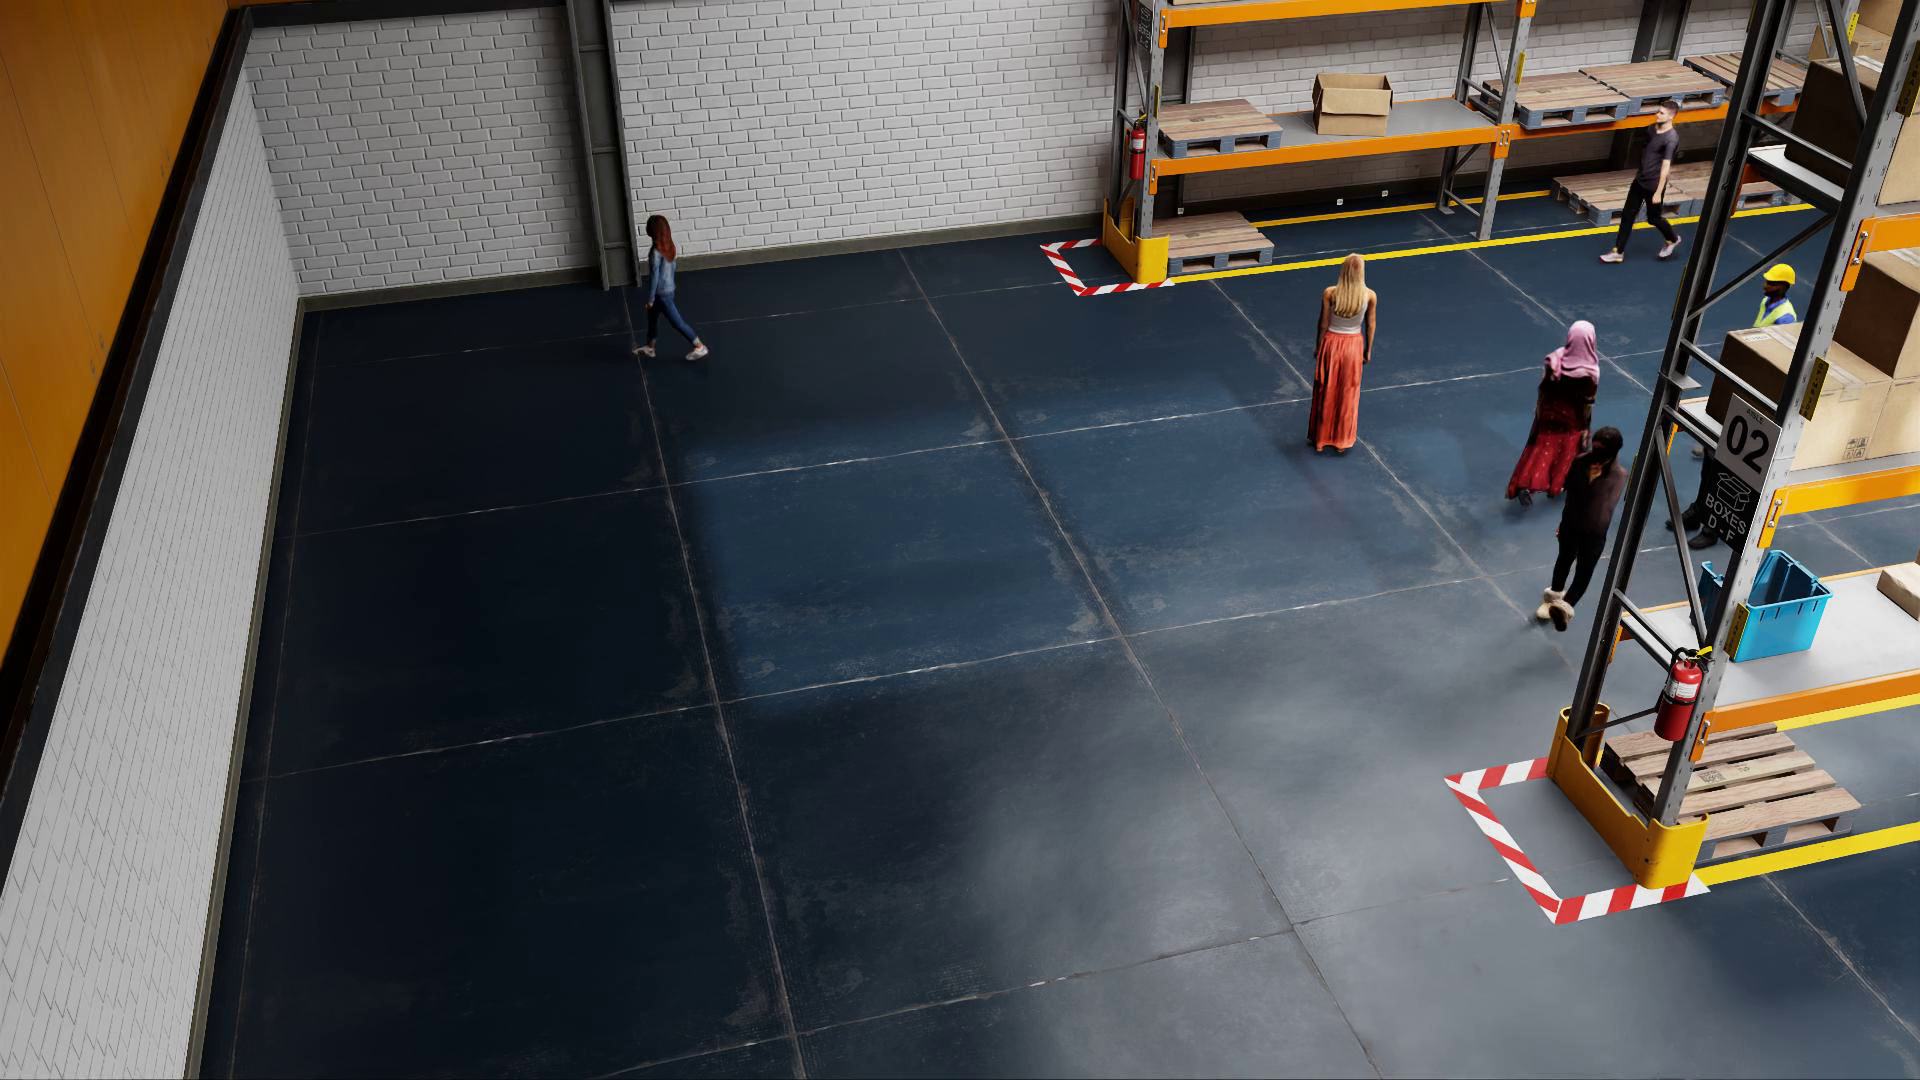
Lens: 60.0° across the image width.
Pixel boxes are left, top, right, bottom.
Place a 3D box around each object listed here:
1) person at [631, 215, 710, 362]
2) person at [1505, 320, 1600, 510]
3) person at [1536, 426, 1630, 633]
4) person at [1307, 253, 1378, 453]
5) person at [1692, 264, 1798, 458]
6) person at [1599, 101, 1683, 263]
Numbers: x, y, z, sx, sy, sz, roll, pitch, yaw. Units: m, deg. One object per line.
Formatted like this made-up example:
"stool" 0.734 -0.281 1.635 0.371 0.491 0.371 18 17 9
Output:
"person" -2.695 -2.317 15.537 1.049 1.454 0.764 1 34 1
"person" 4.802 -0.964 13.358 0.938 1.612 1.067 28 42 35
"person" 4.394 -0.018 11.903 0.853 1.648 0.995 -11 35 -16
"person" 3.235 -1.582 14.116 0.677 1.802 0.785 8 34 11
"person" 6.792 -1.442 13.922 1.194 1.784 0.869 -1 34 -2
"person" 7.292 -3.716 17.384 1.082 1.739 0.631 -8 35 -12
